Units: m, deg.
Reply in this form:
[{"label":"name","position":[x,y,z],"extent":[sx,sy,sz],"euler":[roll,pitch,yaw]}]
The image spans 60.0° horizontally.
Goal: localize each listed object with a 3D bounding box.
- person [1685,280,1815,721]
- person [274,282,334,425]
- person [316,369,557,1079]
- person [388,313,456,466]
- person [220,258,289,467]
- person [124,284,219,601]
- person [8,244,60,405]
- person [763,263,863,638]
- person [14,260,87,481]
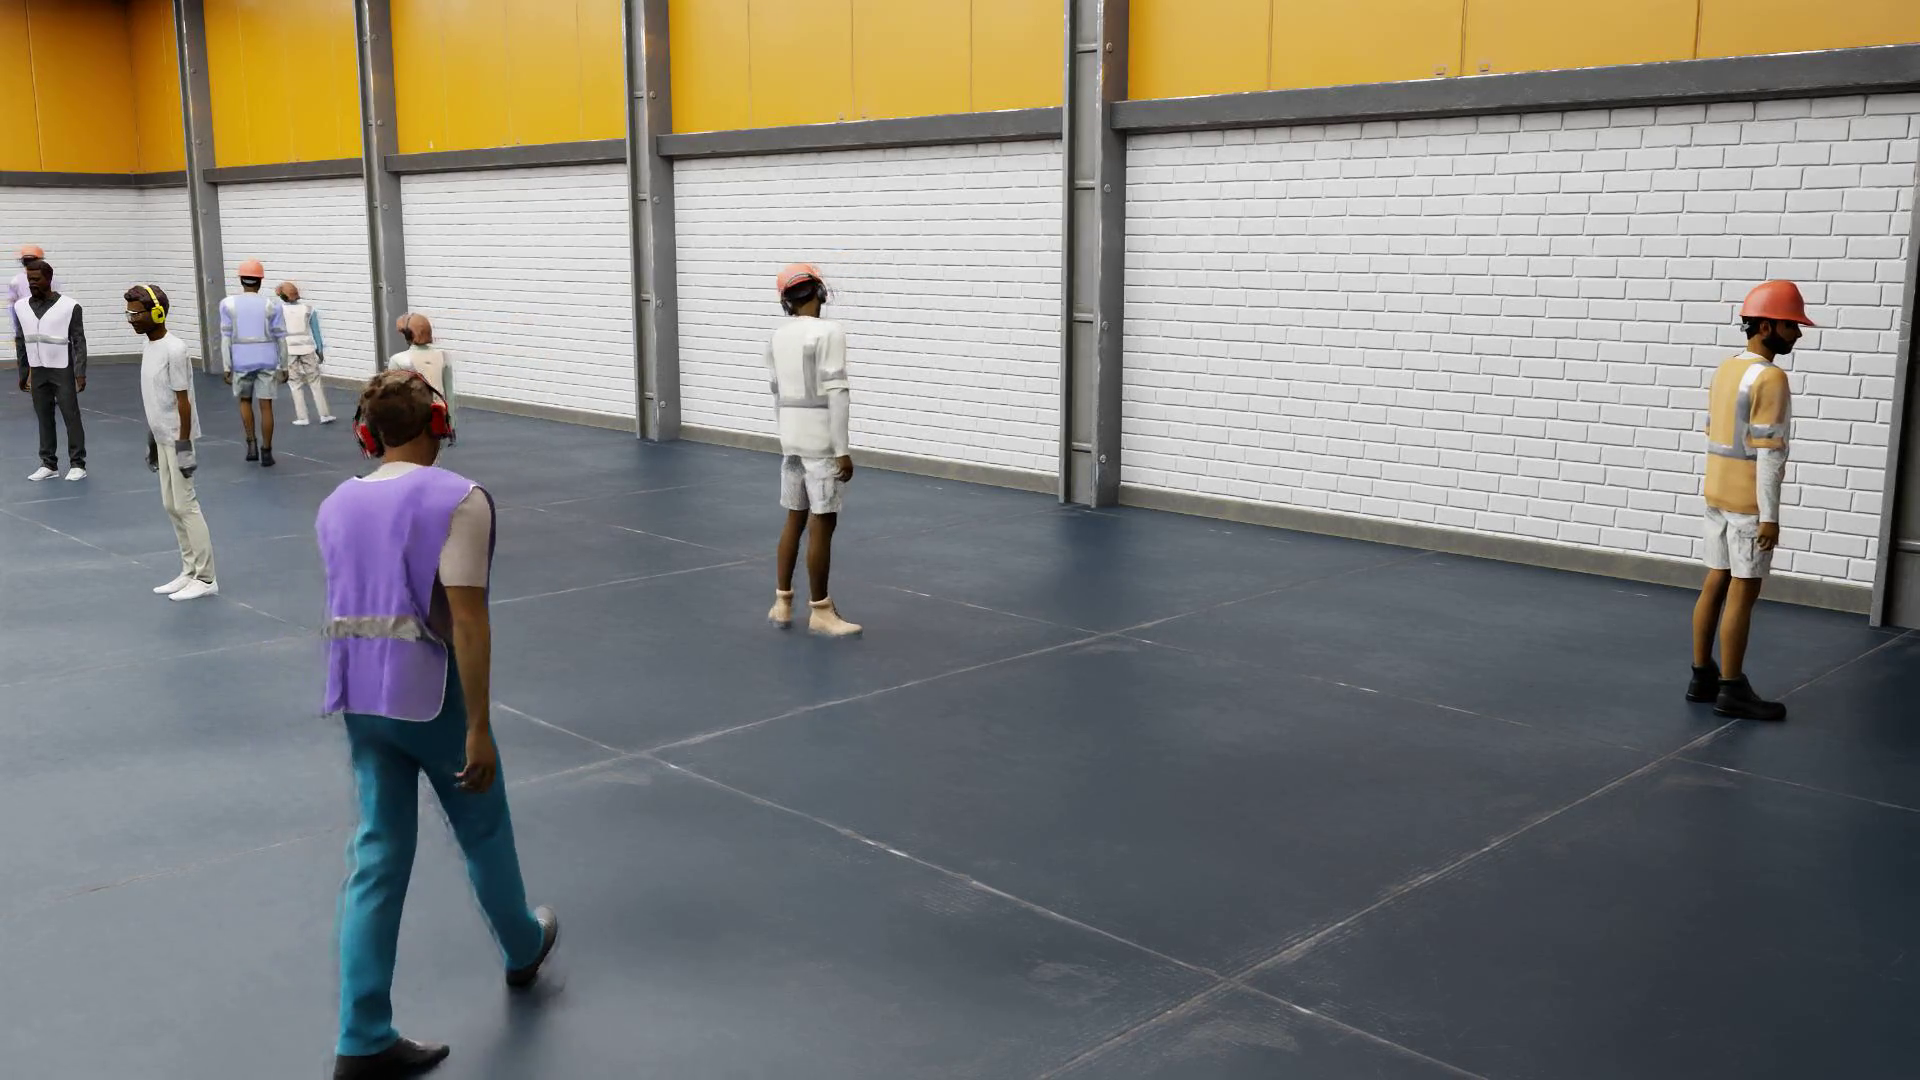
[{"label":"person","position":[3.514,-0.177,7.399],"extent":[0.376,1.934,0.547],"euler":[0,10,0]},{"label":"person","position":[-7.423,-2.083,18.687],"extent":[0.620,1.607,0.313],"euler":[-7,12,-33]},{"label":"person","position":[-1.376,0.450,4.396],"extent":[0.651,1.777,0.936],"euler":[4,11,21]},{"label":"person","position":[-3.707,-0.778,11.591],"extent":[0.807,1.605,0.517],"euler":[7,12,32]},{"label":"person","position":[-6.537,-1.648,15.464],"extent":[0.564,1.914,0.585],"euler":[-3,11,-18]},{"label":"person","position":[-4.632,-0.563,9.750],"extent":[0.369,1.853,0.498],"euler":[-9,14,-42]},{"label":"person","position":[-11.373,-2.635,20.575],"extent":[0.620,2.022,0.545],"euler":[-1,10,-7]},{"label":"person","position":[-0.768,-0.476,8.922],"extent":[0.387,1.989,0.723],"euler":[-9,14,-39]},{"label":"person","position":[-7.912,-1.473,14.512],"extent":[0.597,1.916,0.370],"euler":[0,10,3]}]
